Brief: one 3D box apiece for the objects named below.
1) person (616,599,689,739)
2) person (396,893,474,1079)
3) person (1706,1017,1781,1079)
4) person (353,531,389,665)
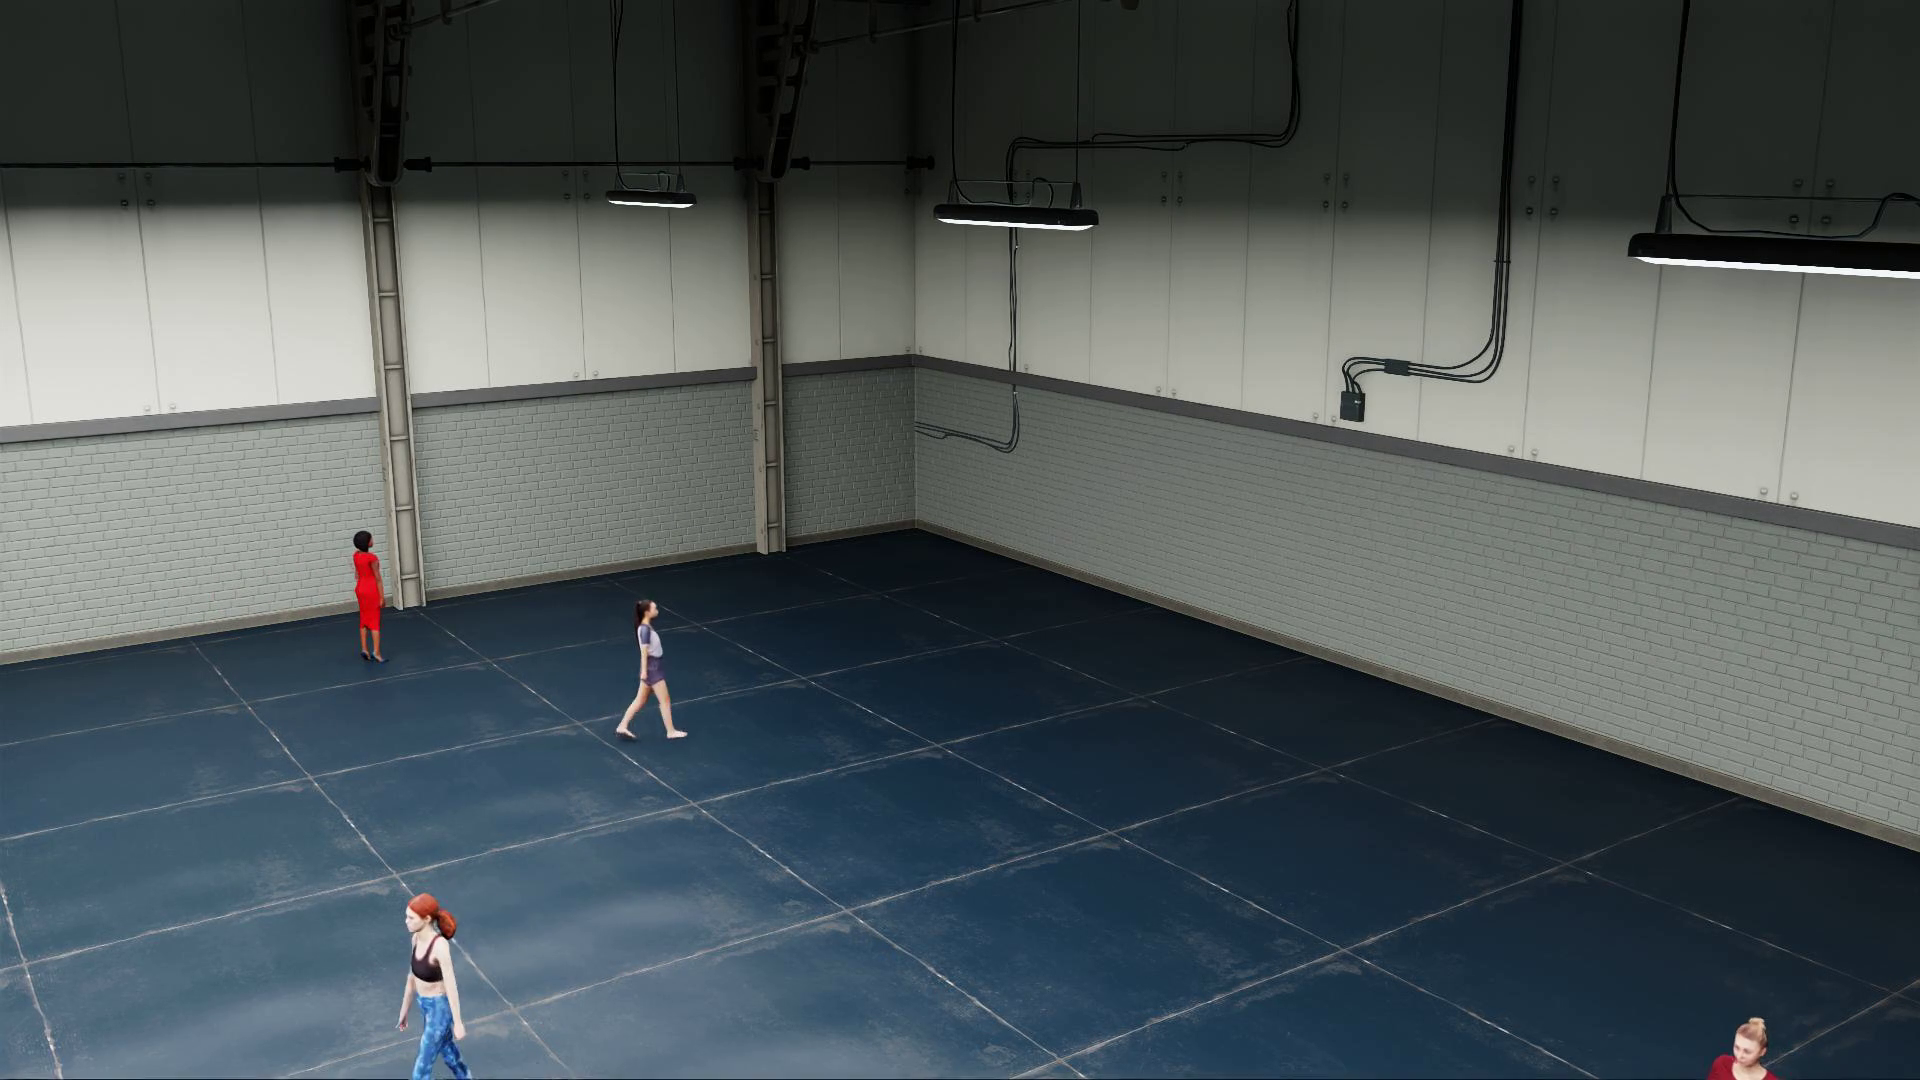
[{"bbox_3d":[-3.541,1.475,18.527,1.103,1.615,0.868,-2,13,-10],"label":"person"},{"bbox_3d":[-3.364,3.152,10.983,1.058,1.752,0.650,-11,17,-40],"label":"person"},{"bbox_3d":[4.493,3.521,9.551,0.796,1.679,0.621,-8,15,-32],"label":"person"},{"bbox_3d":[-7.634,0.730,21.460,0.640,1.744,0.637,7,15,28],"label":"person"}]
